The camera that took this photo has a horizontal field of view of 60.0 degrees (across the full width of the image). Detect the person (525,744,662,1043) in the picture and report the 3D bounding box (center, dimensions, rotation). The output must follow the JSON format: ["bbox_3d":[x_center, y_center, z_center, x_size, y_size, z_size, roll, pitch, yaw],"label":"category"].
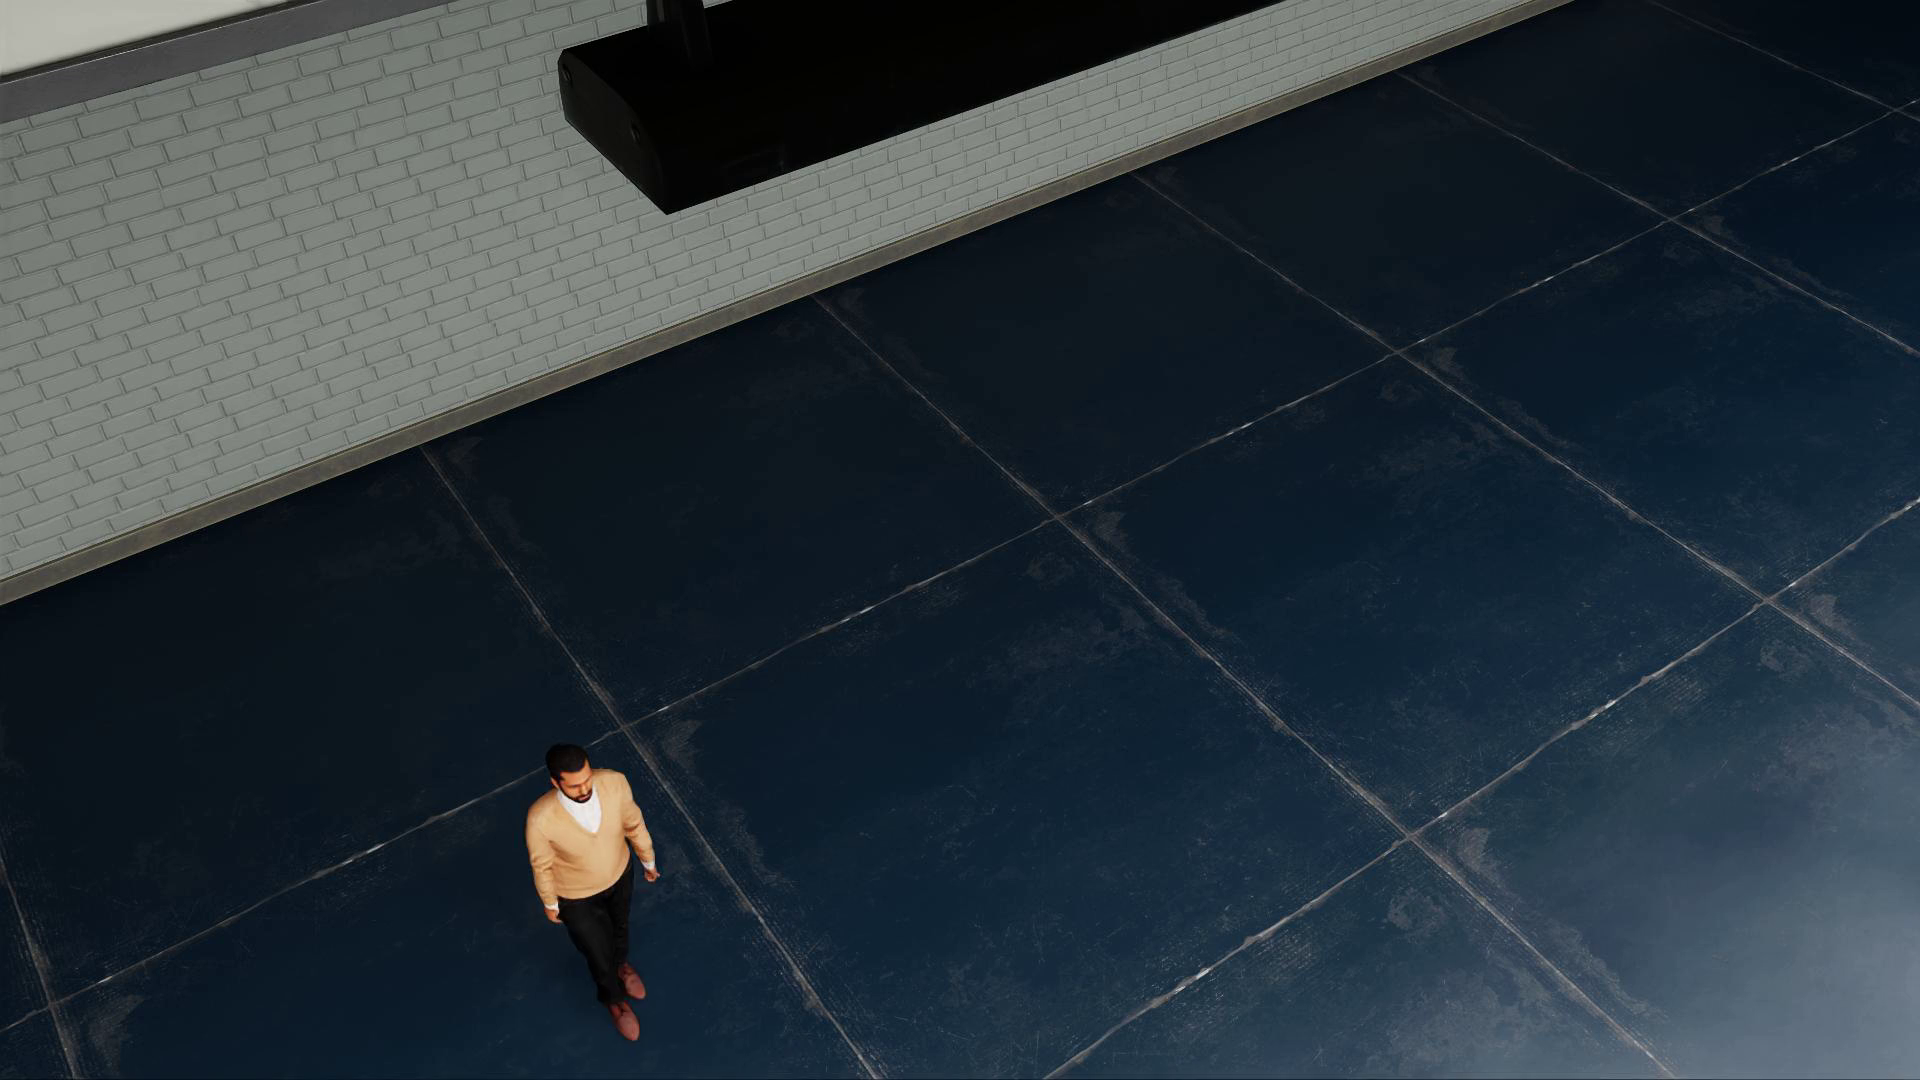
[{"bbox_3d":[-1.670,1.459,7.399,0.723,1.746,0.758,-33,52,-30],"label":"person"}]
